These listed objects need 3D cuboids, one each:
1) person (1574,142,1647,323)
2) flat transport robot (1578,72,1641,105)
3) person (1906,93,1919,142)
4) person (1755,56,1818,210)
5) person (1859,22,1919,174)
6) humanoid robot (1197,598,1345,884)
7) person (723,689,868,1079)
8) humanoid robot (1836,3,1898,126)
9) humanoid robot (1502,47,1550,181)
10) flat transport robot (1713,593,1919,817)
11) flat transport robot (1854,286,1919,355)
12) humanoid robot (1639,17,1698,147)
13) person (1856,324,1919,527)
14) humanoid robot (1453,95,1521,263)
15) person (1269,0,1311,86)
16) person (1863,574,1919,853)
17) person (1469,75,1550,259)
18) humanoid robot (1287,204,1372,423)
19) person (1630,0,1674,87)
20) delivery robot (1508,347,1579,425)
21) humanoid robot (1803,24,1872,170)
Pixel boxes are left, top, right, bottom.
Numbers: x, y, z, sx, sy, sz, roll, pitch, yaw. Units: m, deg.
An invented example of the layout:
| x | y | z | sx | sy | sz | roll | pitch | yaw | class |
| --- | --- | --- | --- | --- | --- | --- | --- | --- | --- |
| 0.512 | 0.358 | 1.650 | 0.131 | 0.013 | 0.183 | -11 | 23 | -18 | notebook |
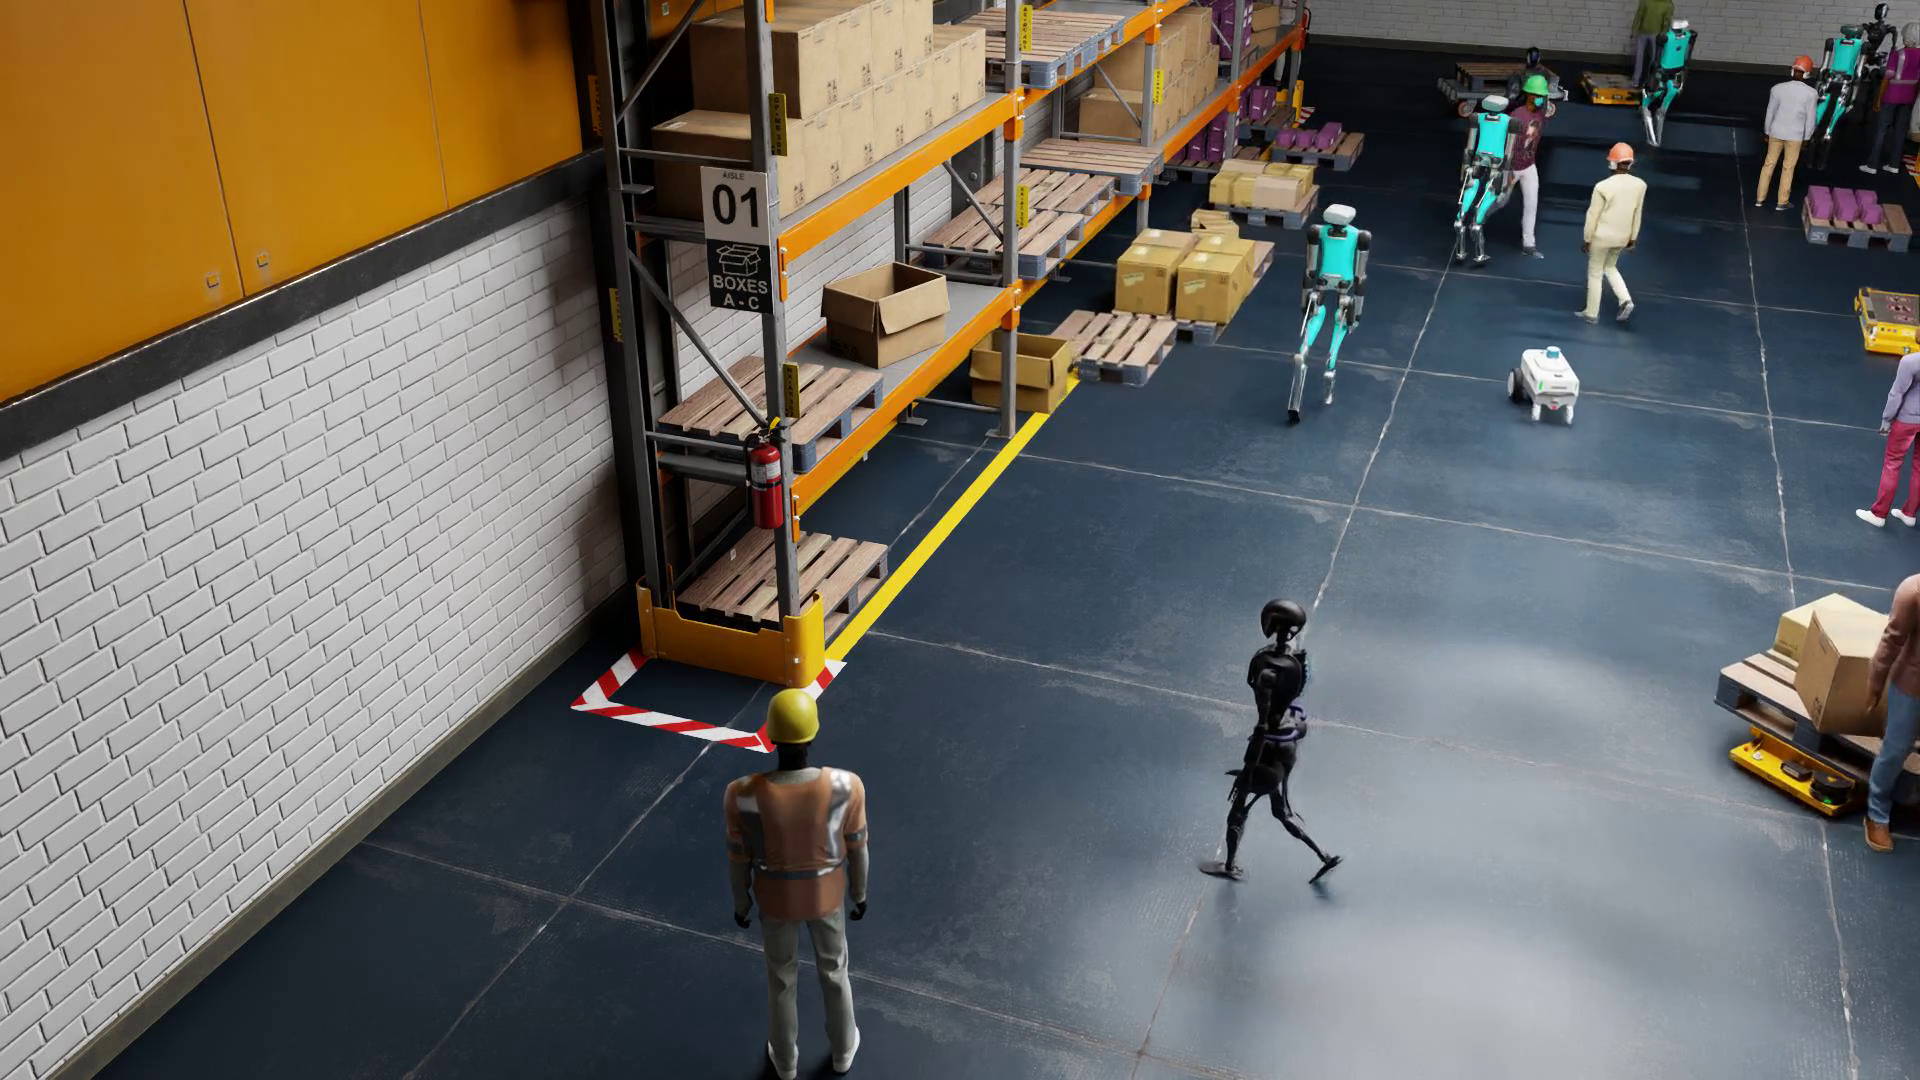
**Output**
| x | y | z | sx | sy | sz | roll | pitch | yaw | class |
| --- | --- | --- | --- | --- | --- | --- | --- | --- | --- |
| 6.172 | -2.866 | 15.714 | 0.559 | 1.731 | 0.500 | -10 | 29 | -19 | person |
| 9.684 | -6.728 | 24.802 | 0.659 | 0.231 | 1.431 | 5 | 28 | 9 | flat transport robot |
| 13.073 | -6.258 | 22.173 | 0.635 | 1.841 | 0.429 | -13 | 30 | -24 | person |
| 9.607 | -4.720 | 19.287 | 0.328 | 1.748 | 0.559 | -23 | 35 | -37 | person |
| 11.647 | -5.479 | 20.669 | 0.507 | 1.839 | 0.337 | -2 | 27 | -4 | person |
| 1.591 | 1.038 | 8.228 | 0.685 | 1.638 | 0.602 | 12 | 30 | 22 | humanoid robot |
| -0.682 | 1.483 | 7.066 | 0.589 | 1.925 | 0.384 | -3 | 27 | -7 | person |
| 12.506 | -6.501 | 22.839 | 0.603 | 1.645 | 0.581 | 24 | 36 | 38 | humanoid robot |
| 6.915 | -5.200 | 20.344 | 0.605 | 1.623 | 0.762 | -3 | 27 | -6 | humanoid robot |
| 5.161 | 1.144 | 9.532 | 1.431 | 0.231 | 0.659 | -15 | 31 | -27 | flat transport robot |
| 8.901 | -2.063 | 15.753 | 0.659 | 0.231 | 1.431 | 10 | 29 | 19 | flat transport robot |
| 9.149 | -5.949 | 21.785 | 0.628 | 1.840 | 0.862 | -4 | 27 | -7 | humanoid robot |
| 6.845 | -0.854 | 11.924 | 0.498 | 1.629 | 0.288 | -3 | 27 | -5 | person |
| 5.339 | -3.681 | 17.143 | 0.533 | 1.677 | 0.735 | 19 | 33 | 32 | humanoid robot |
| 4.998 | -7.886 | 25.227 | 0.630 | 1.939 | 0.370 | -4 | 28 | -7 | person |
| 4.950 | 0.747 | 8.445 | 0.640 | 1.968 | 0.520 | 6 | 28 | 12 | person |
| 5.948 | -4.039 | 17.808 | 0.493 | 1.904 | 0.976 | -12 | 30 | -22 | person |
| 2.970 | -1.797 | 13.681 | 0.536 | 1.778 | 0.997 | 13 | 30 | 24 | humanoid robot |
| 10.363 | -7.554 | 24.940 | 0.599 | 1.614 | 0.320 | 16 | 31 | 28 | person |
| 4.961 | -1.336 | 14.042 | 0.499 | 0.606 | 0.807 | 2 | 27 | 5 | delivery robot |
| 10.894 | -5.483 | 20.835 | 0.532 | 1.824 | 0.725 | 22 | 35 | 37 | humanoid robot |
